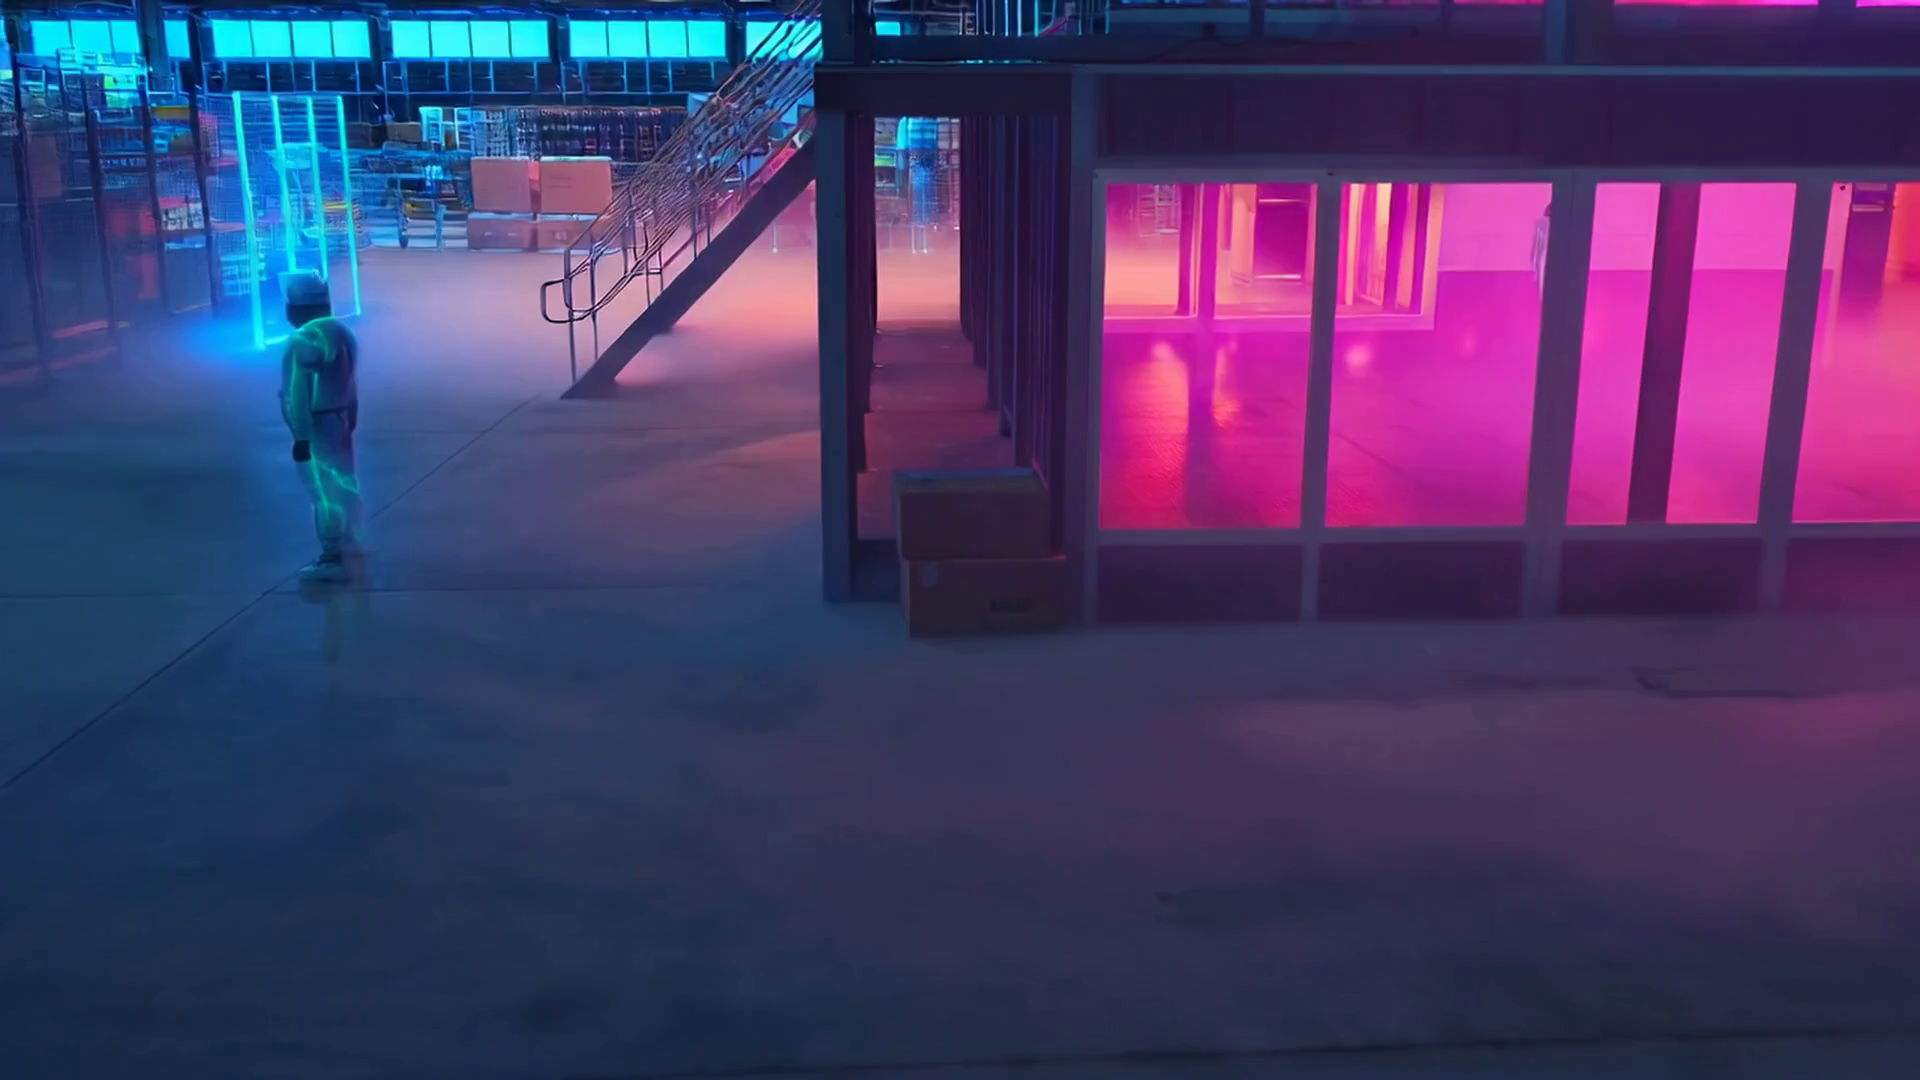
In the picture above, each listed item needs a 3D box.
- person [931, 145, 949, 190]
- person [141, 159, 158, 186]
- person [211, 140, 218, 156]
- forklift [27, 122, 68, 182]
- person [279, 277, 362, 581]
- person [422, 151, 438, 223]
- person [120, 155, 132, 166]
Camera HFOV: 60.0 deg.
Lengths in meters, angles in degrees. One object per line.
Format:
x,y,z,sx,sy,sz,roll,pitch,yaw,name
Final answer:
-0.887,-15.694,70.118,0.676,1.864,0.939,-13,19,-42,person
-23.594,-10.198,48.410,0.530,1.741,0.746,0,14,1,person
-38.347,-19.623,85.651,0.605,1.949,0.402,7,16,27,person
-35.376,-14.773,64.377,1.129,2.768,1.873,-1,14,-2,forklift
-3.898,-0.674,10.133,0.429,1.844,0.627,1,14,2,person
-13.913,-9.217,43.901,0.612,2.035,0.426,11,18,38,person
-39.974,-18.113,79.652,0.561,1.927,0.446,0,14,-2,person
